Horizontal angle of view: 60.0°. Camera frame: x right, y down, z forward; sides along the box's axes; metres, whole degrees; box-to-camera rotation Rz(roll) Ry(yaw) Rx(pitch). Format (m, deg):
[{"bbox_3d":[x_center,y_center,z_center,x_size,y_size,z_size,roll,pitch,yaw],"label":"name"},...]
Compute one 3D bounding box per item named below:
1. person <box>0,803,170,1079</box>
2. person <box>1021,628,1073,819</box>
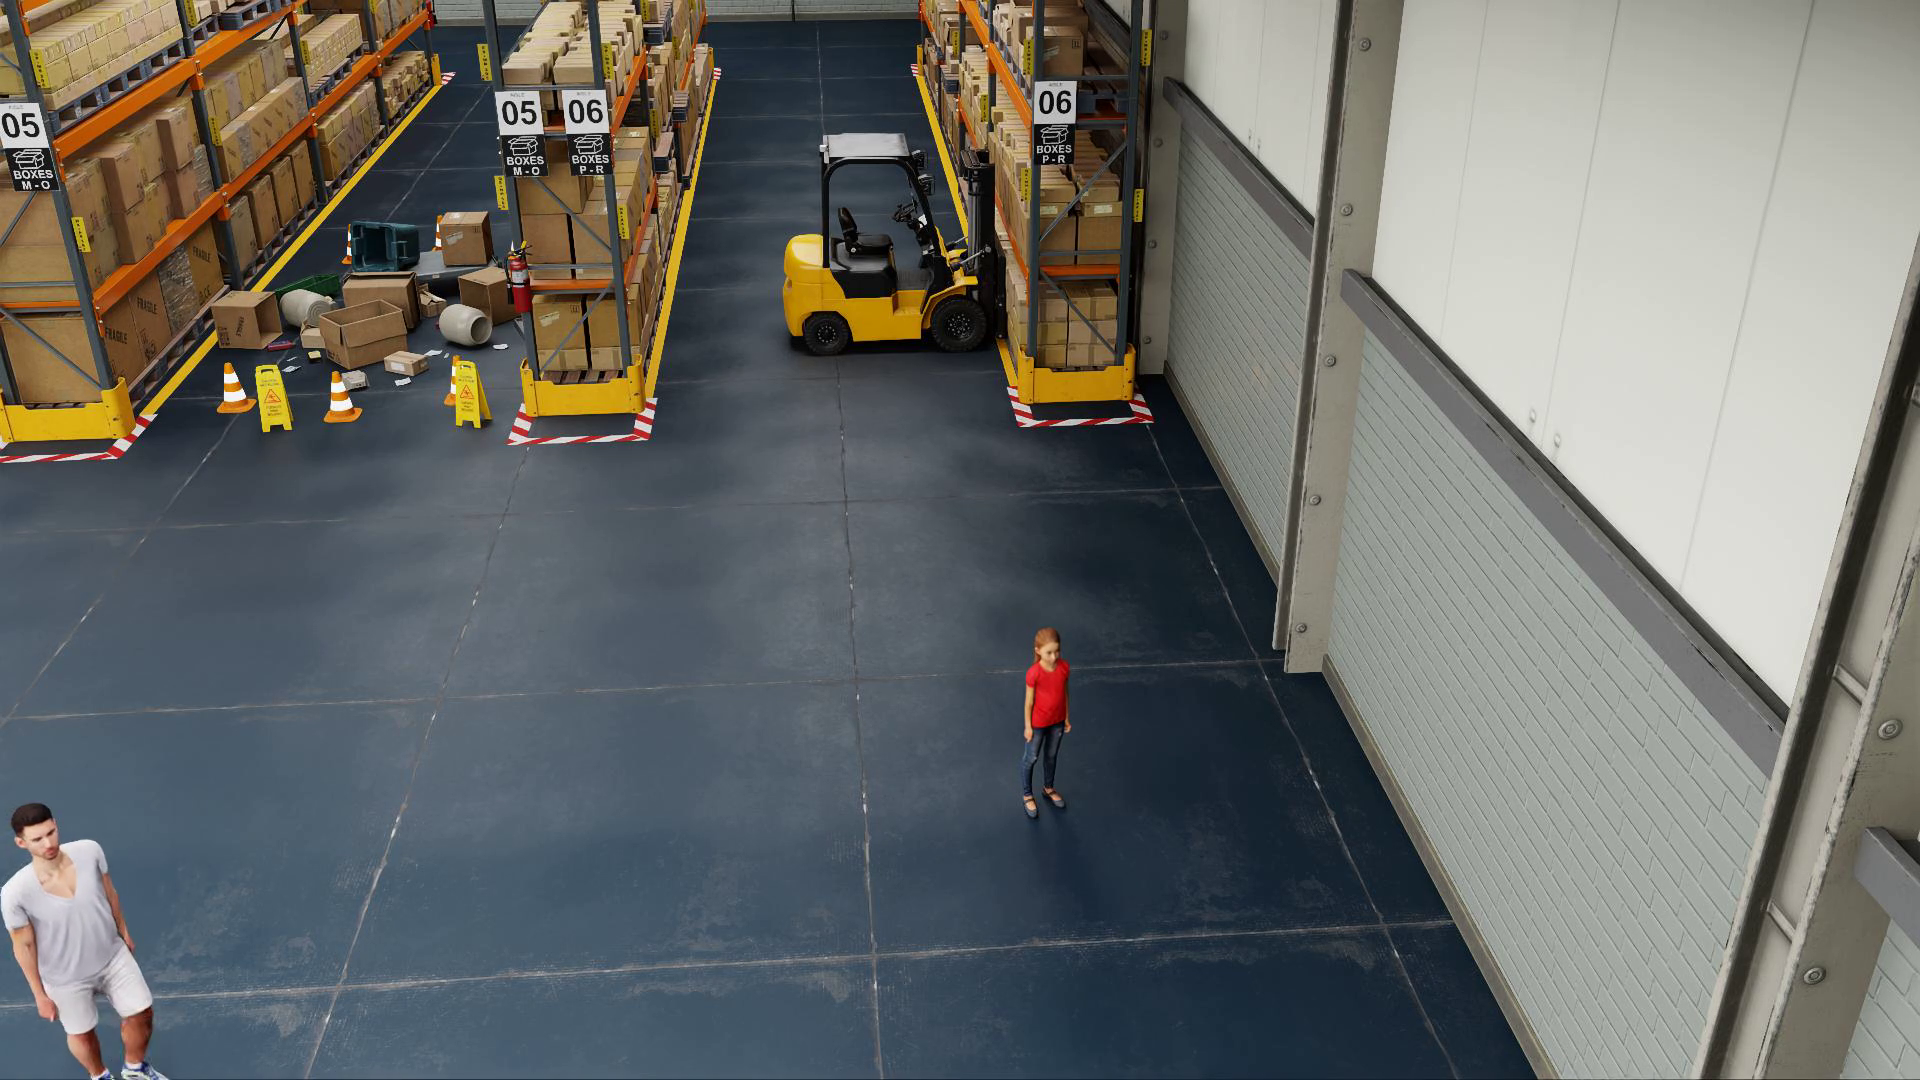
[{"bbox_3d":[-4.401,2.034,8.229,0.911,1.841,0.840,18,32,31],"label":"person"},{"bbox_3d":[0.540,1.129,10.565,0.546,1.311,0.577,-13,30,-24],"label":"person"}]
